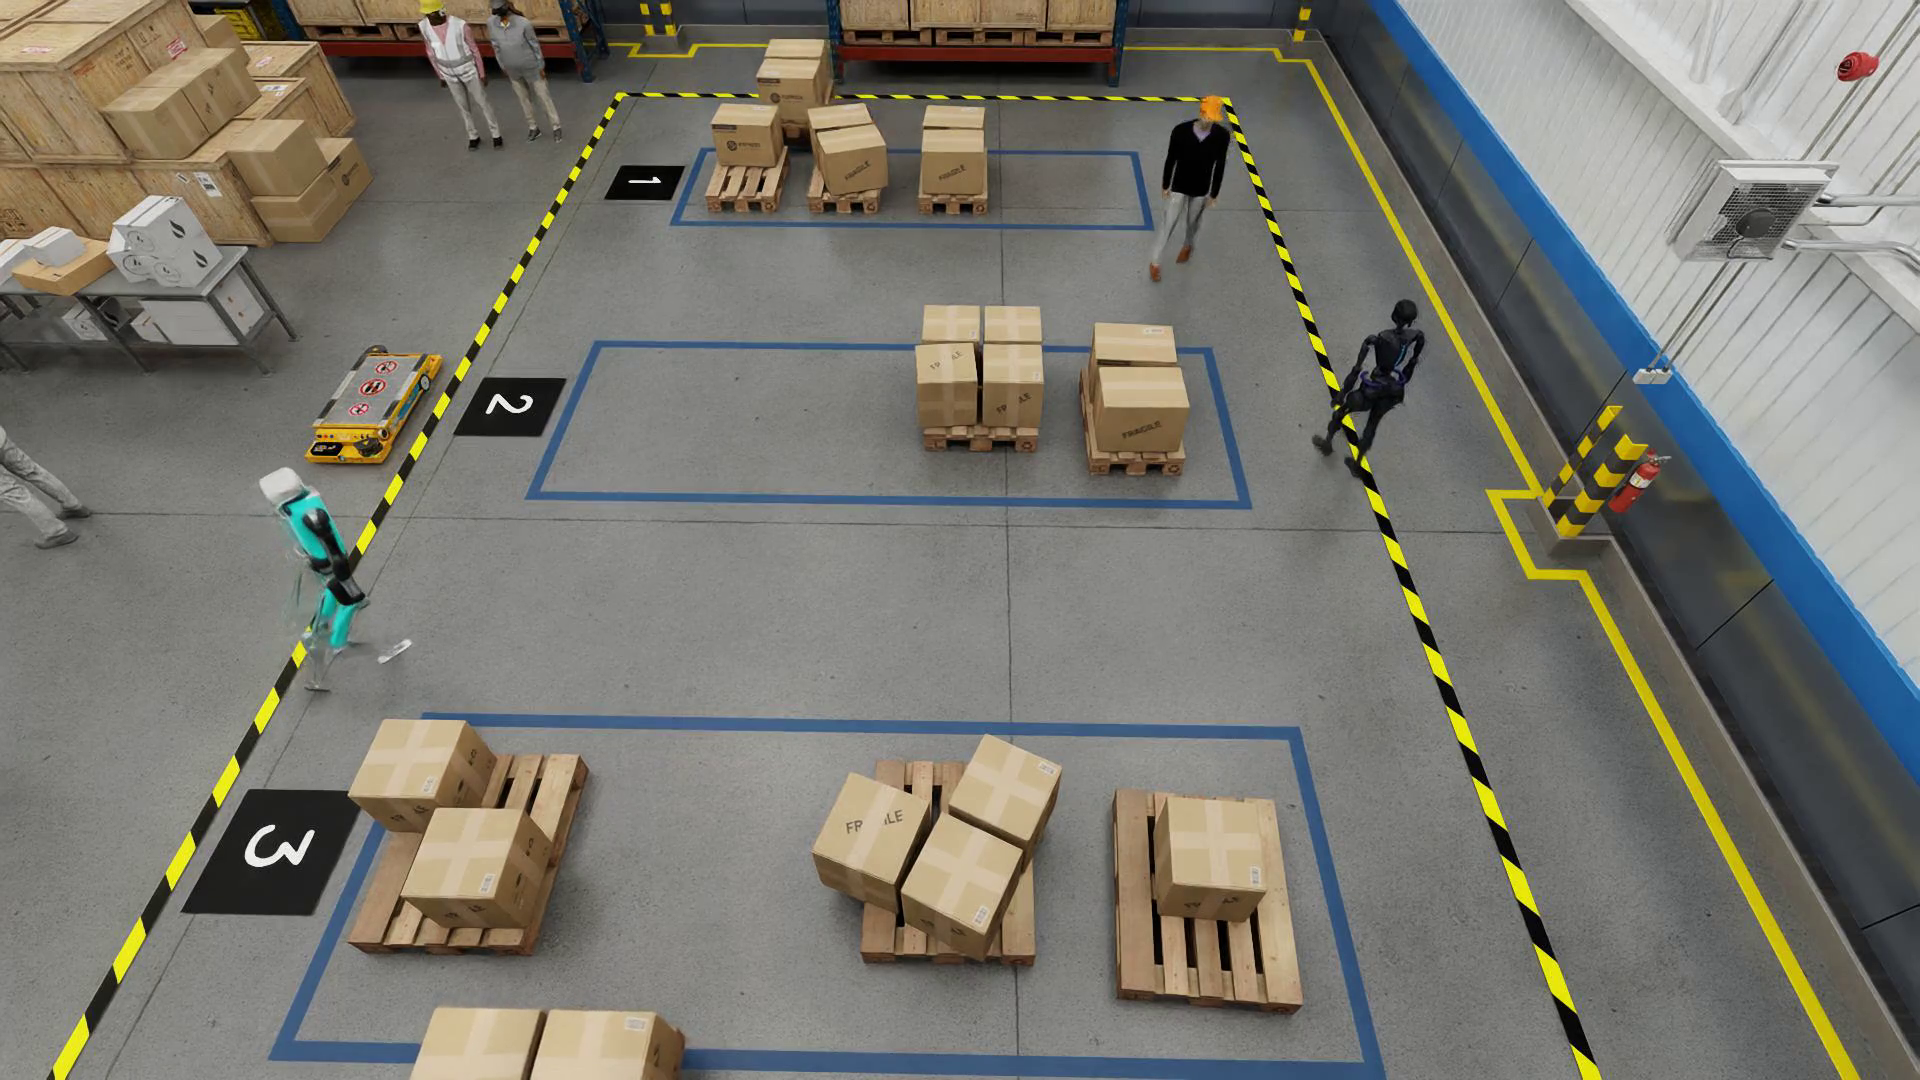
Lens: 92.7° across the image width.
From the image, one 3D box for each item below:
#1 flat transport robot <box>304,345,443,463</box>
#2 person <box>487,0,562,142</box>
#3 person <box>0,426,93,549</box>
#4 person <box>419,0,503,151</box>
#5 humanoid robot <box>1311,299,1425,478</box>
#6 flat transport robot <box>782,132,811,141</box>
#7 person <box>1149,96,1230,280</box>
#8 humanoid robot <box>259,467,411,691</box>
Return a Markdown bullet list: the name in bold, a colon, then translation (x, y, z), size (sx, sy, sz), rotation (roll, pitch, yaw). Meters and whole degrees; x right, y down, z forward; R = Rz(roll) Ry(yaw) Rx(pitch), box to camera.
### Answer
- **flat transport robot**: translation (-5.383, -1.269, 8.441), size (0.659, 0.231, 1.431), rotation (1, 50, 1)
- **person**: translation (-5.392, -5.841, 11.326), size (0.573, 1.767, 0.396), rotation (0, 50, 0)
- **person**: translation (-7.421, -0.699, 6.868), size (0.418, 1.940, 0.602), rotation (-7, 50, -6)
- **person**: translation (-6.077, -5.681, 11.152), size (0.590, 1.828, 0.404), rotation (-4, 50, -4)
- **humanoid robot**: translation (3.385, -1.263, 7.519), size (0.610, 1.638, 0.557), rotation (-7, 50, -6)
- **flat transport robot**: translation (-2.026, -5.427, 11.941), size (1.431, 0.197, 0.652), rotation (1, 50, 1)
- **person**: translation (2.359, -3.586, 9.384), size (0.593, 1.840, 0.673), rotation (5, 50, 4)
- **humanoid robot**: translation (-4.352, 0.412, 6.098), size (0.557, 1.813, 0.936), rotation (33, 57, 25)
